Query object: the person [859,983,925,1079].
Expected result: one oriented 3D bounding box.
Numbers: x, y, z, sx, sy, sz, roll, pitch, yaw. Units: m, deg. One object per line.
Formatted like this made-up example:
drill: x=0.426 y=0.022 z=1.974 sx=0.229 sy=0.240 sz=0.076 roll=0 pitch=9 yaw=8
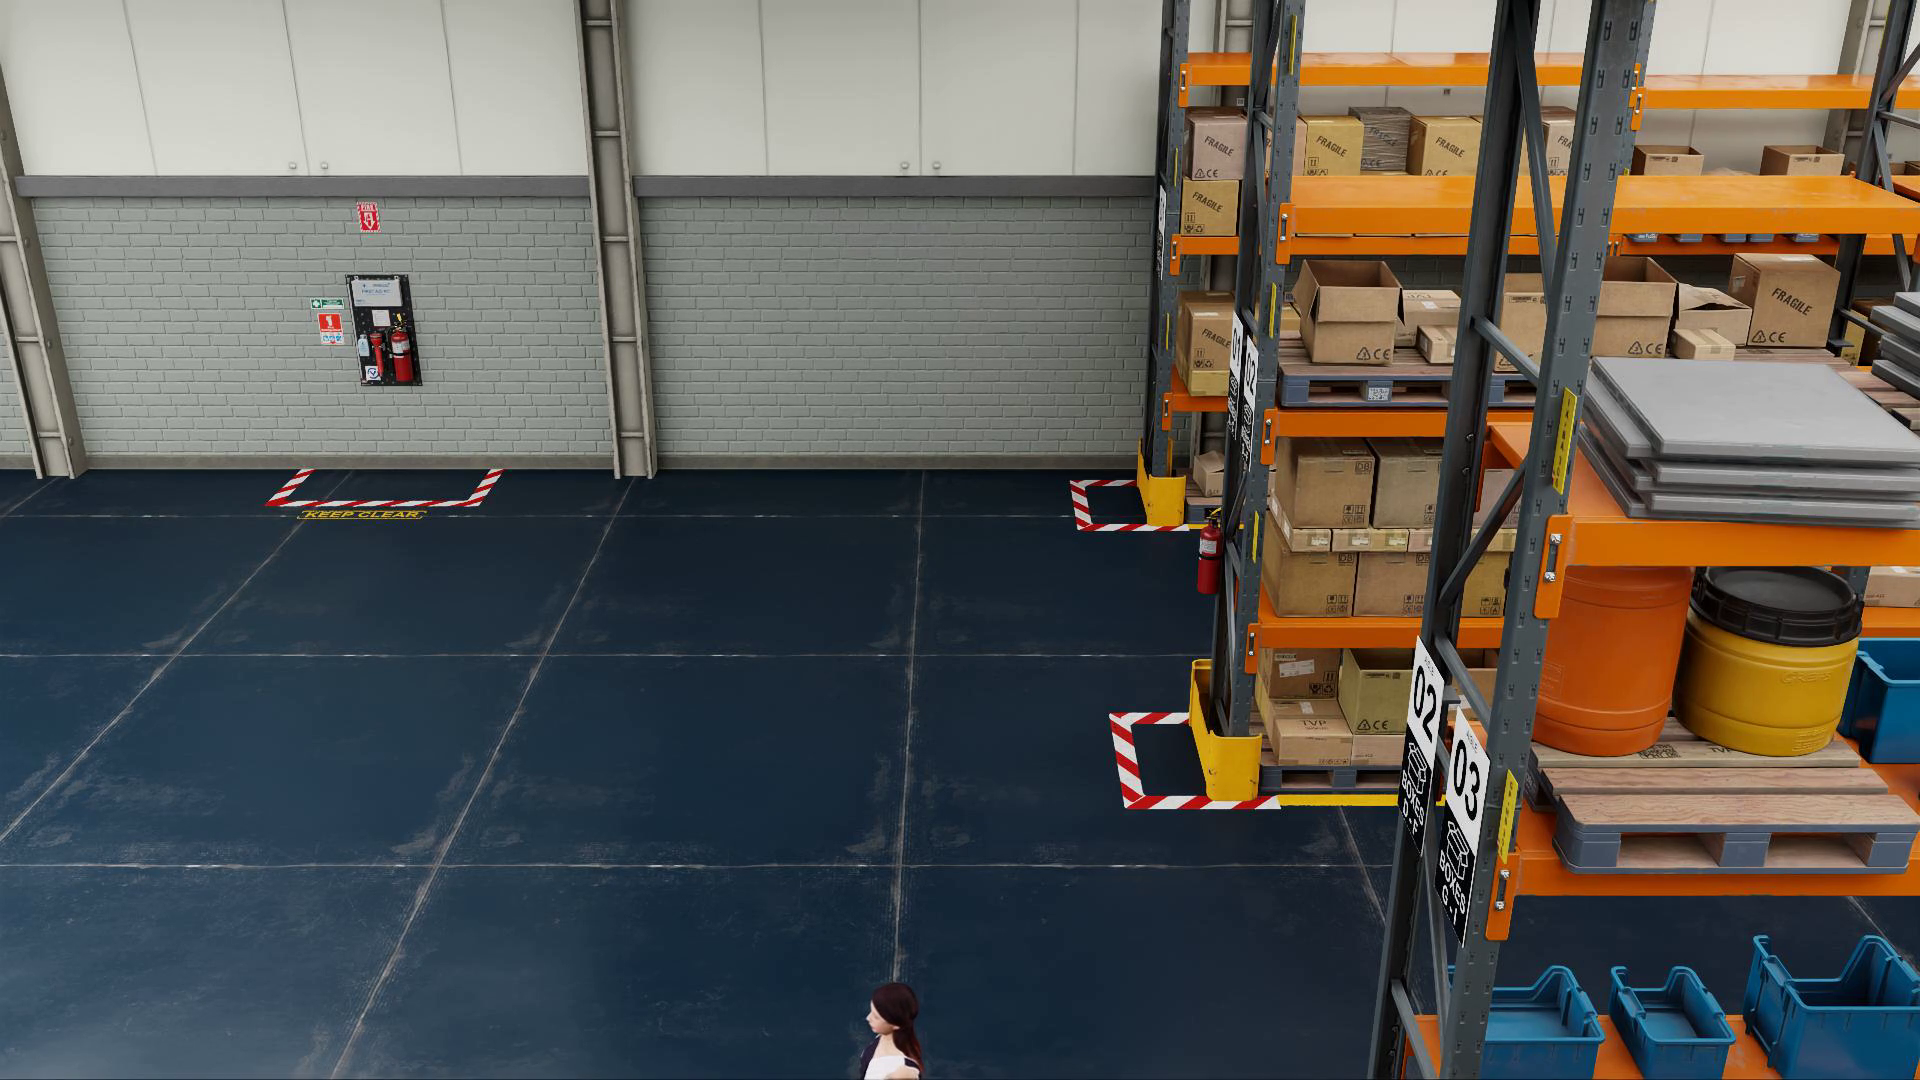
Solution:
person: x=-0.282 y=2.653 z=7.399 sx=0.605 sy=1.648 sz=0.615 roll=-7 pitch=24 yaw=-16
